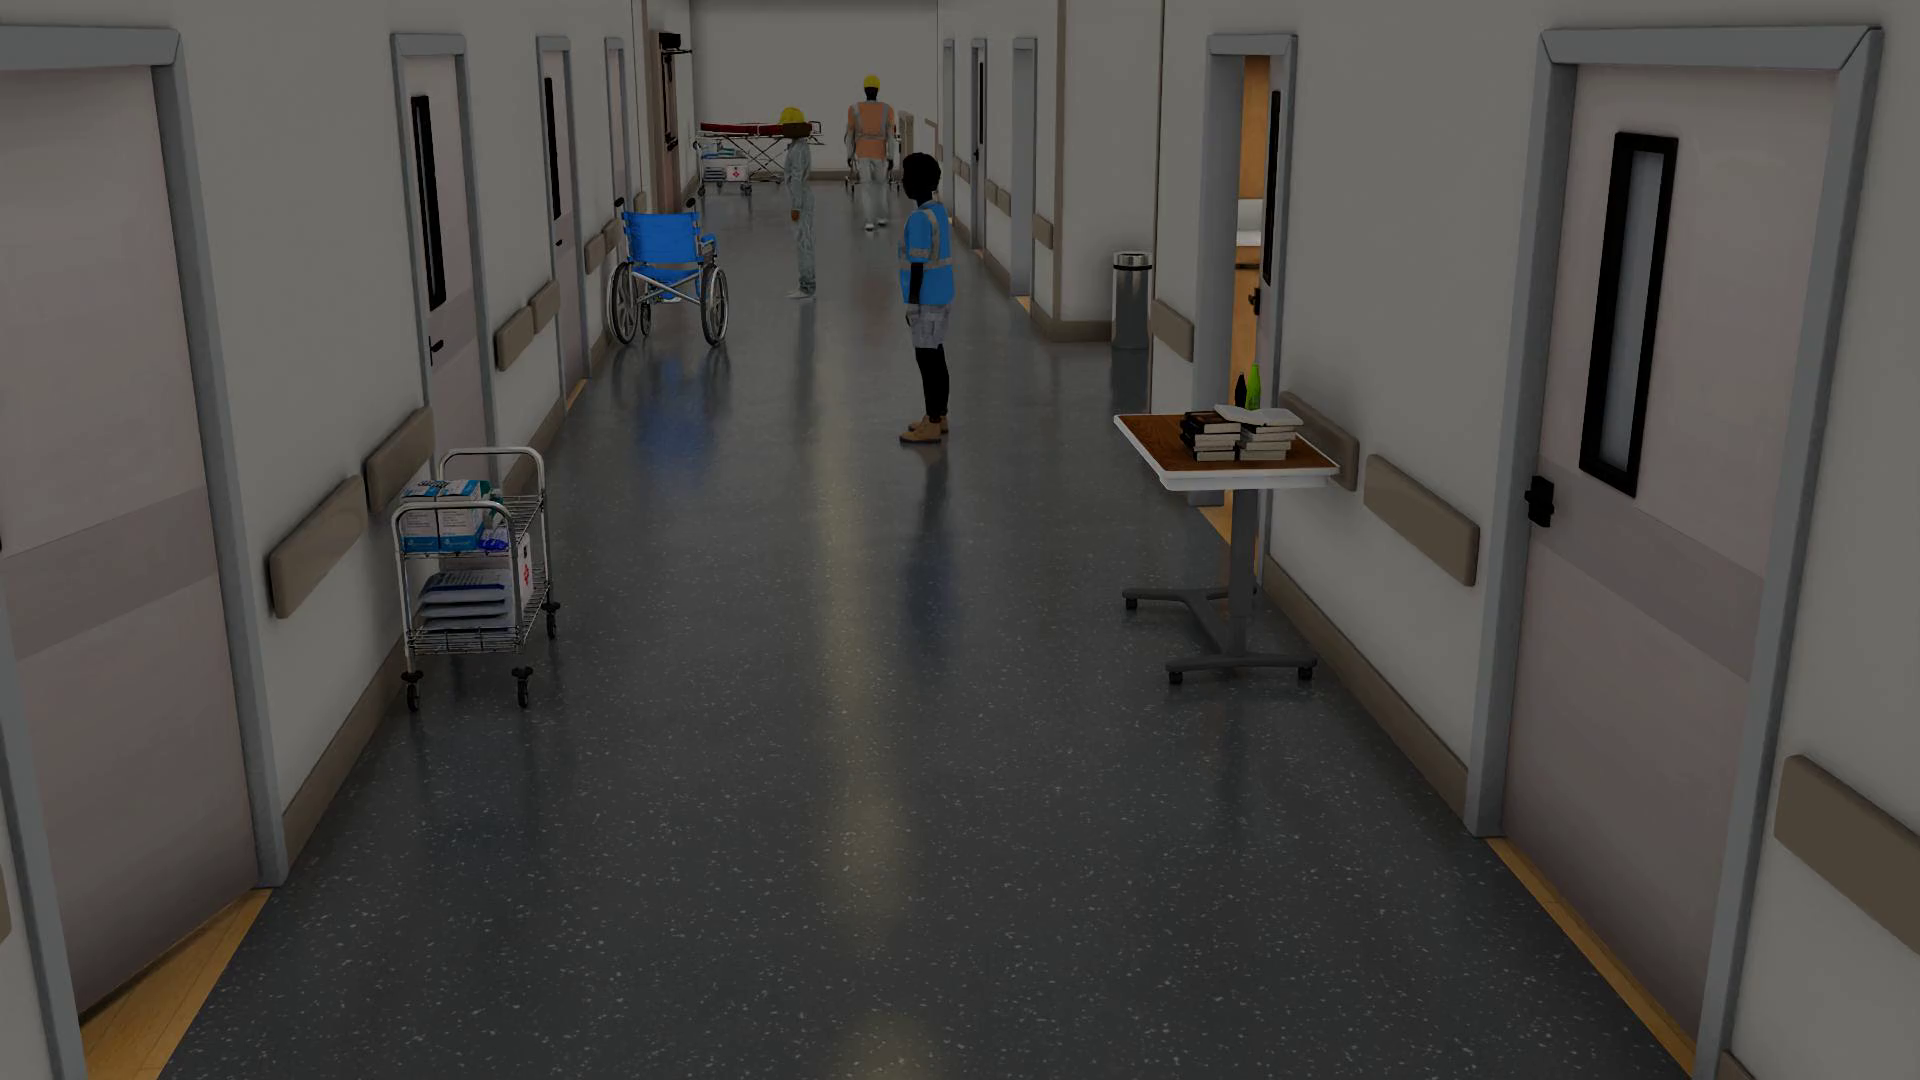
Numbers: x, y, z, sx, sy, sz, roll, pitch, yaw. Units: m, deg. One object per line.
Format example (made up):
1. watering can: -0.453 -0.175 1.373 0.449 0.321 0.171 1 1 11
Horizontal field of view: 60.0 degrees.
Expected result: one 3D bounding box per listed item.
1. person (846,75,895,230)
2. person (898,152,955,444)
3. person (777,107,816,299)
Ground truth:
1. person: -1.144 -4.916 21.127 0.608 1.892 0.807 -2 17 -6
2. person: -0.199 -1.415 9.784 0.318 1.690 0.527 4 17 12
3. person: -1.503 -3.089 15.300 0.324 1.736 0.487 0 17 -1
